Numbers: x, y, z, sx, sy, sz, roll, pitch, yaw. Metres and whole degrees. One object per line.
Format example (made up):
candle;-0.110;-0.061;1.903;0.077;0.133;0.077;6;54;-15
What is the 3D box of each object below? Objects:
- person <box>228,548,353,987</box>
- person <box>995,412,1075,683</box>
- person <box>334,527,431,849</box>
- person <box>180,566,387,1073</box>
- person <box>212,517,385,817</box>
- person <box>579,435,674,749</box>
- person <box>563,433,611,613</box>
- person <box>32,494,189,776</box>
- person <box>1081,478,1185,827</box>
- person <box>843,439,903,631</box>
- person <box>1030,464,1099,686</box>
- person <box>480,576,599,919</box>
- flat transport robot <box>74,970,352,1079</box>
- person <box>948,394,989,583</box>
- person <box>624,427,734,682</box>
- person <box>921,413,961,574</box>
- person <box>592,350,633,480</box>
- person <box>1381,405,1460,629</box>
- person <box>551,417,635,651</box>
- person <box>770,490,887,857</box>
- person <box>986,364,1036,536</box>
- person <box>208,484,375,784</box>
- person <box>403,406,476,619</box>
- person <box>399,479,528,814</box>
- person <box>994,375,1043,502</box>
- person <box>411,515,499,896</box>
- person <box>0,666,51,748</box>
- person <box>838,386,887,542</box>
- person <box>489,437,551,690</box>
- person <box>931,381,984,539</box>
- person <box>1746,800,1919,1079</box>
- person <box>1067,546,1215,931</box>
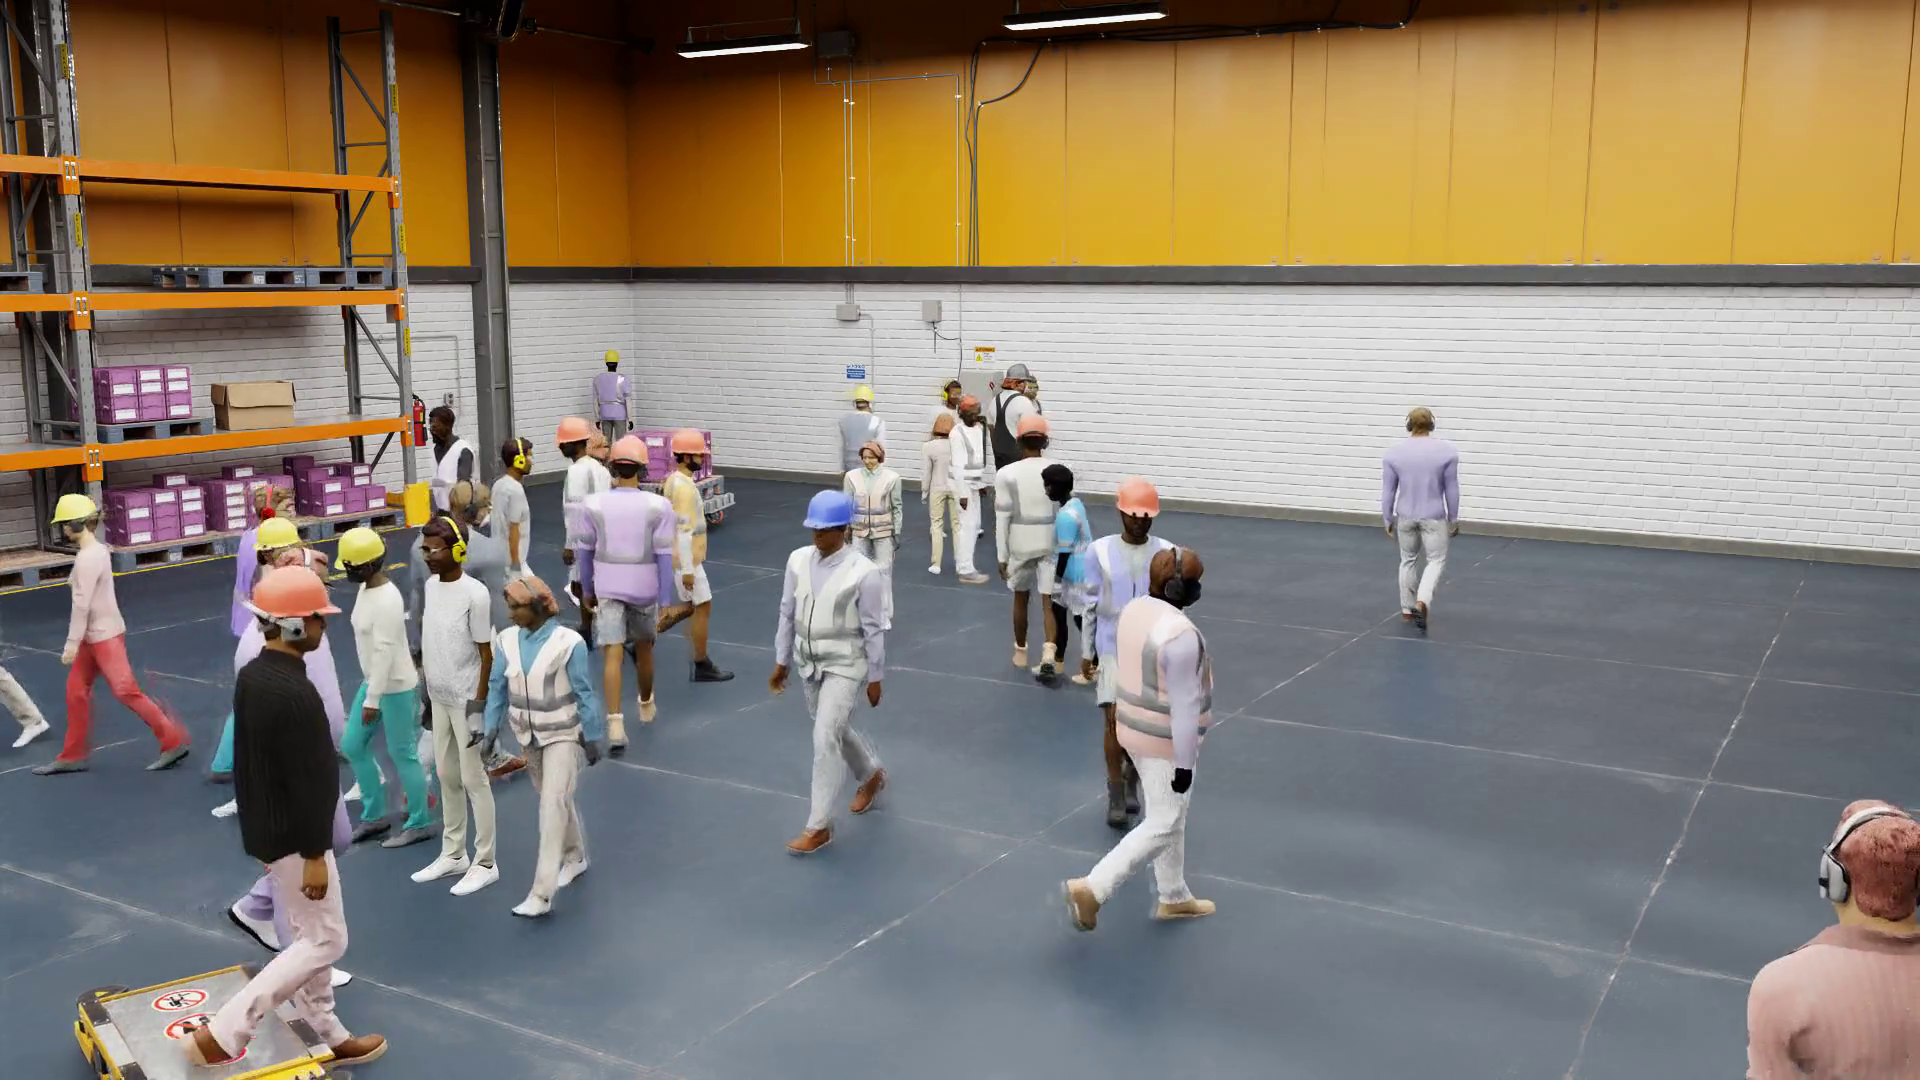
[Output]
person;-2.882;0.967;7.083;0.518;1.882;0.696;-1;9;-5
person;0.565;0.053;12.416;0.616;2.012;0.919;0;9;-1
person;-3.058;0.785;8.679;0.568;1.731;0.533;-7;11;-36
person;-2.503;1.076;6.080;0.666;1.974;0.621;-7;11;-37
person;-3.728;0.695;9.384;0.911;1.690;0.493;-7;11;-37
person;-2.157;0.321;10.772;0.621;1.996;1.040;-1;9;-6
person;-3.281;-0.144;14.817;0.517;1.620;0.412;9;13;44
person;-5.159;0.569;10.052;0.858;1.720;0.521;-4;10;-26
person;0.962;0.617;9.149;0.564;1.911;0.740;0;9;0
person;-0.741;-0.042;14.132;0.515;1.639;0.315;1;9;8
person;0.756;0.263;12.174;0.691;1.648;0.573;1;9;7
person;-2.018;0.970;7.957;0.520;1.595;0.839;4;10;25
flat transport robot;-2.785;1.917;6.162;0.652;0.197;1.431;-7;11;-37
person;0.102;-0.511;16.356;0.436;1.873;0.604;4;10;22
person;-2.073;0.125;12.236;0.711;1.916;0.555;-2;9;-15
person;-0.148;-0.471;16.824;0.498;1.634;0.279;-1;9;-9
person;-5.033;-1.798;24.182;0.594;1.929;0.352;2;9;11
person;3.917;-0.190;14.179;0.658;1.921;0.714;5;10;27
person;-2.888;-0.023;13.141;0.672;1.920;0.570;0;9;1
person;-0.653;0.655;8.966;0.613;1.912;0.957;7;11;37
person;0.651;-0.971;18.680;0.537;2.000;0.674;-7;11;-37
person;-4.084;0.550;9.981;0.989;1.790;0.581;-6;11;-31
person;-4.506;-0.257;14.788;0.592;1.874;0.988;6;11;34
person;-2.841;0.587;9.488;0.640;1.879;1.049;5;10;29
person;0.755;-1.094;20.140;0.685;1.825;0.512;8;12;43
person;-2.495;0.800;8.170;0.509;1.868;0.328;7;11;37
person;-6.186;0.579;10.395;0.857;1.591;0.529;-7;12;-38
person;-1.082;-0.794;18.433;0.604;1.815;0.812;3;10;20
person;-3.169;0.171;12.178;0.763;1.838;0.554;-6;11;-33
person;-0.083;-0.890;18.873;0.514;1.820;0.982;-5;10;-26
person;2.069;1.511;3.793;0.634;1.857;1.019;1;9;6
person;0.848;0.927;7.580;0.759;1.821;0.640;-3;10;-19
